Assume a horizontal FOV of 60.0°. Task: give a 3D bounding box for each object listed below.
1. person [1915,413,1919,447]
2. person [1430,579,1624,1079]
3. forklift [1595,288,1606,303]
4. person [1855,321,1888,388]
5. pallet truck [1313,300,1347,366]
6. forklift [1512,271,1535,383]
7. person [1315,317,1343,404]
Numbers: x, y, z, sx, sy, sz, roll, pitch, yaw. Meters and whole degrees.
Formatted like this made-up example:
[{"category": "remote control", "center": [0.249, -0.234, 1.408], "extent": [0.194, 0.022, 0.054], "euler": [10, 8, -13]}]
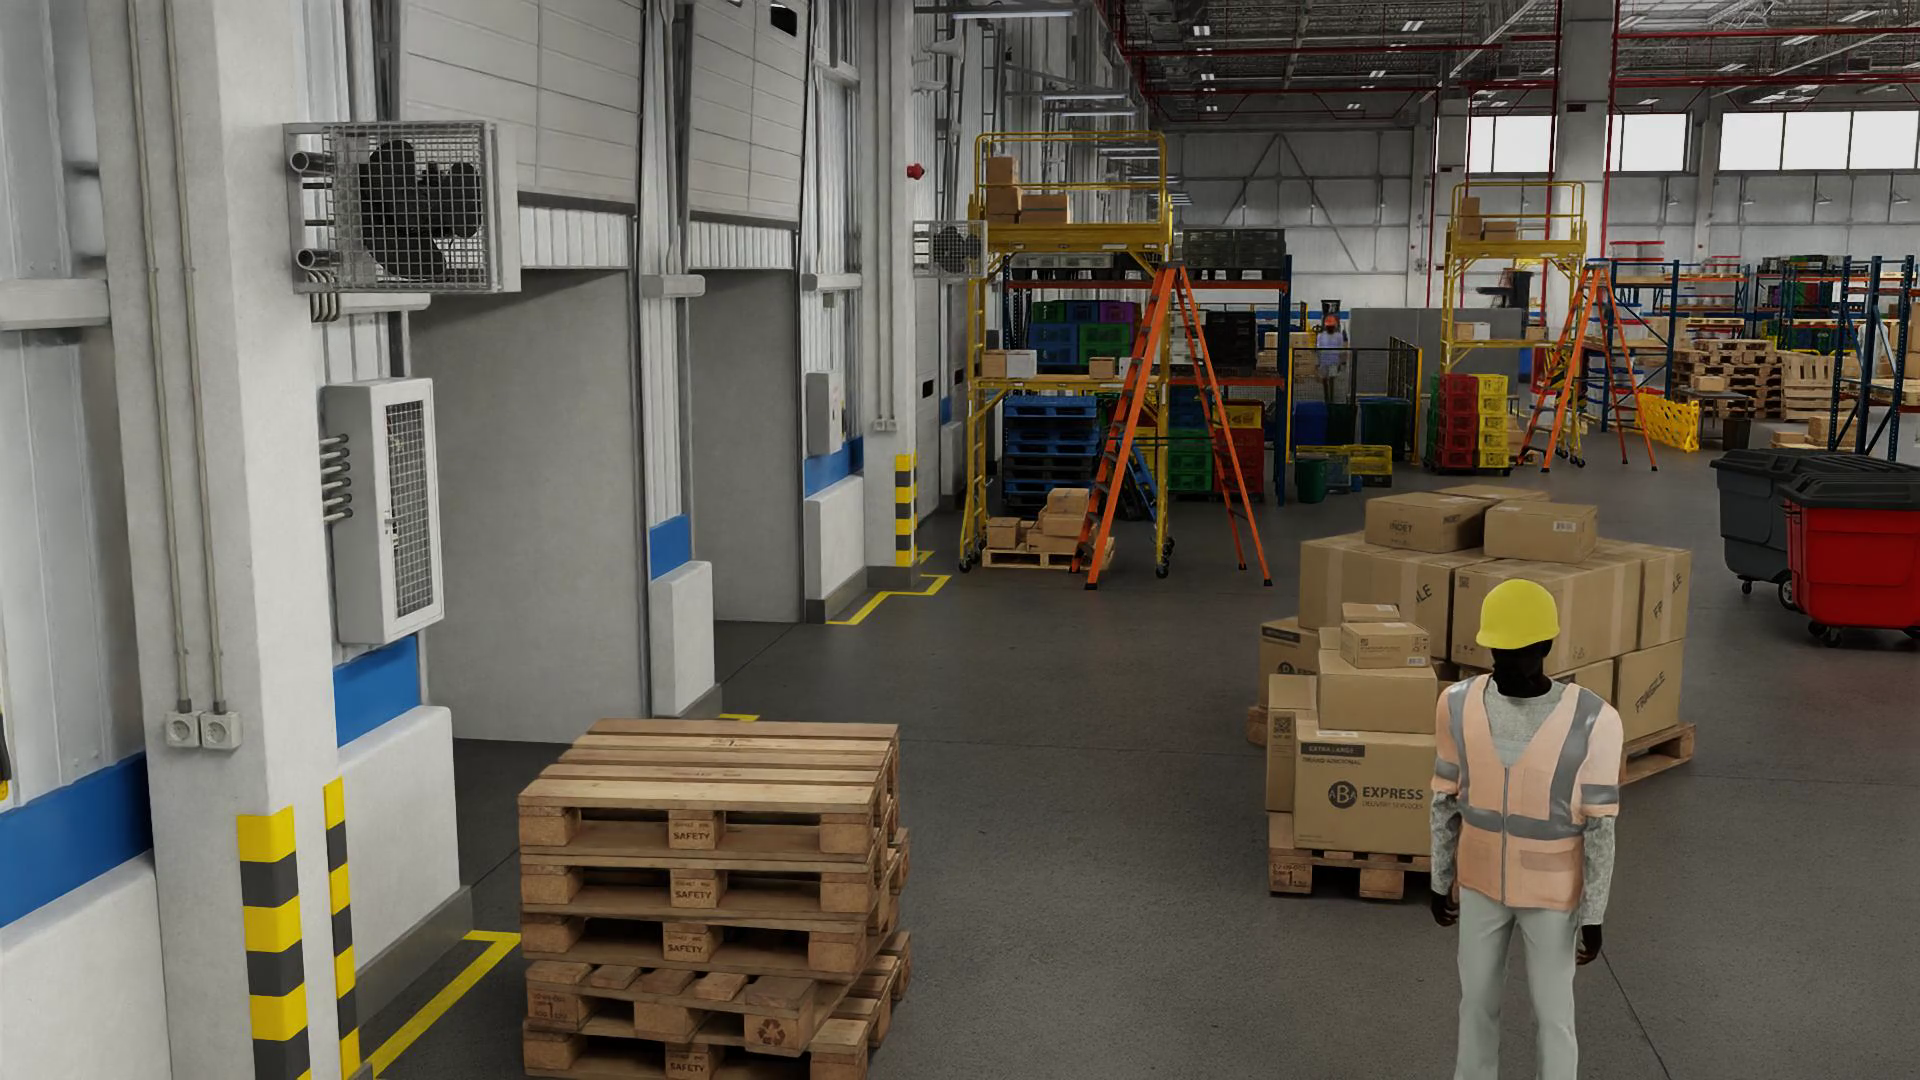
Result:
[{"category": "person", "center": [15.623, -2.344, 26.743], "extent": [0.319, 1.739, 0.485], "euler": [9, 13, 43]}, {"category": "person", "center": [1.725, 1.063, 5.170], "extent": [0.584, 1.921, 0.394], "euler": [7, 12, 38]}, {"category": "forklift", "center": [16.828, -5.799, 44.531], "extent": [1.129, 2.768, 1.873], "euler": [-6, 11, -32]}, {"category": "person", "center": [20.626, -4.218, 37.676], "extent": [0.631, 1.940, 0.372], "euler": [8, 12, 42]}, {"category": "pallet truck", "center": [11.159, -6.200, 49.718], "extent": [0.823, 1.965, 1.885], "euler": [4, 10, 26]}, {"category": "forklift", "center": [13.973, -5.308, 41.502], "extent": [1.873, 2.768, 1.129], "euler": [1, 9, 9]}, {"category": "person", "center": [7.704, -3.708, 34.679], "extent": [0.543, 1.903, 0.948], "euler": [3, 10, 18]}]
